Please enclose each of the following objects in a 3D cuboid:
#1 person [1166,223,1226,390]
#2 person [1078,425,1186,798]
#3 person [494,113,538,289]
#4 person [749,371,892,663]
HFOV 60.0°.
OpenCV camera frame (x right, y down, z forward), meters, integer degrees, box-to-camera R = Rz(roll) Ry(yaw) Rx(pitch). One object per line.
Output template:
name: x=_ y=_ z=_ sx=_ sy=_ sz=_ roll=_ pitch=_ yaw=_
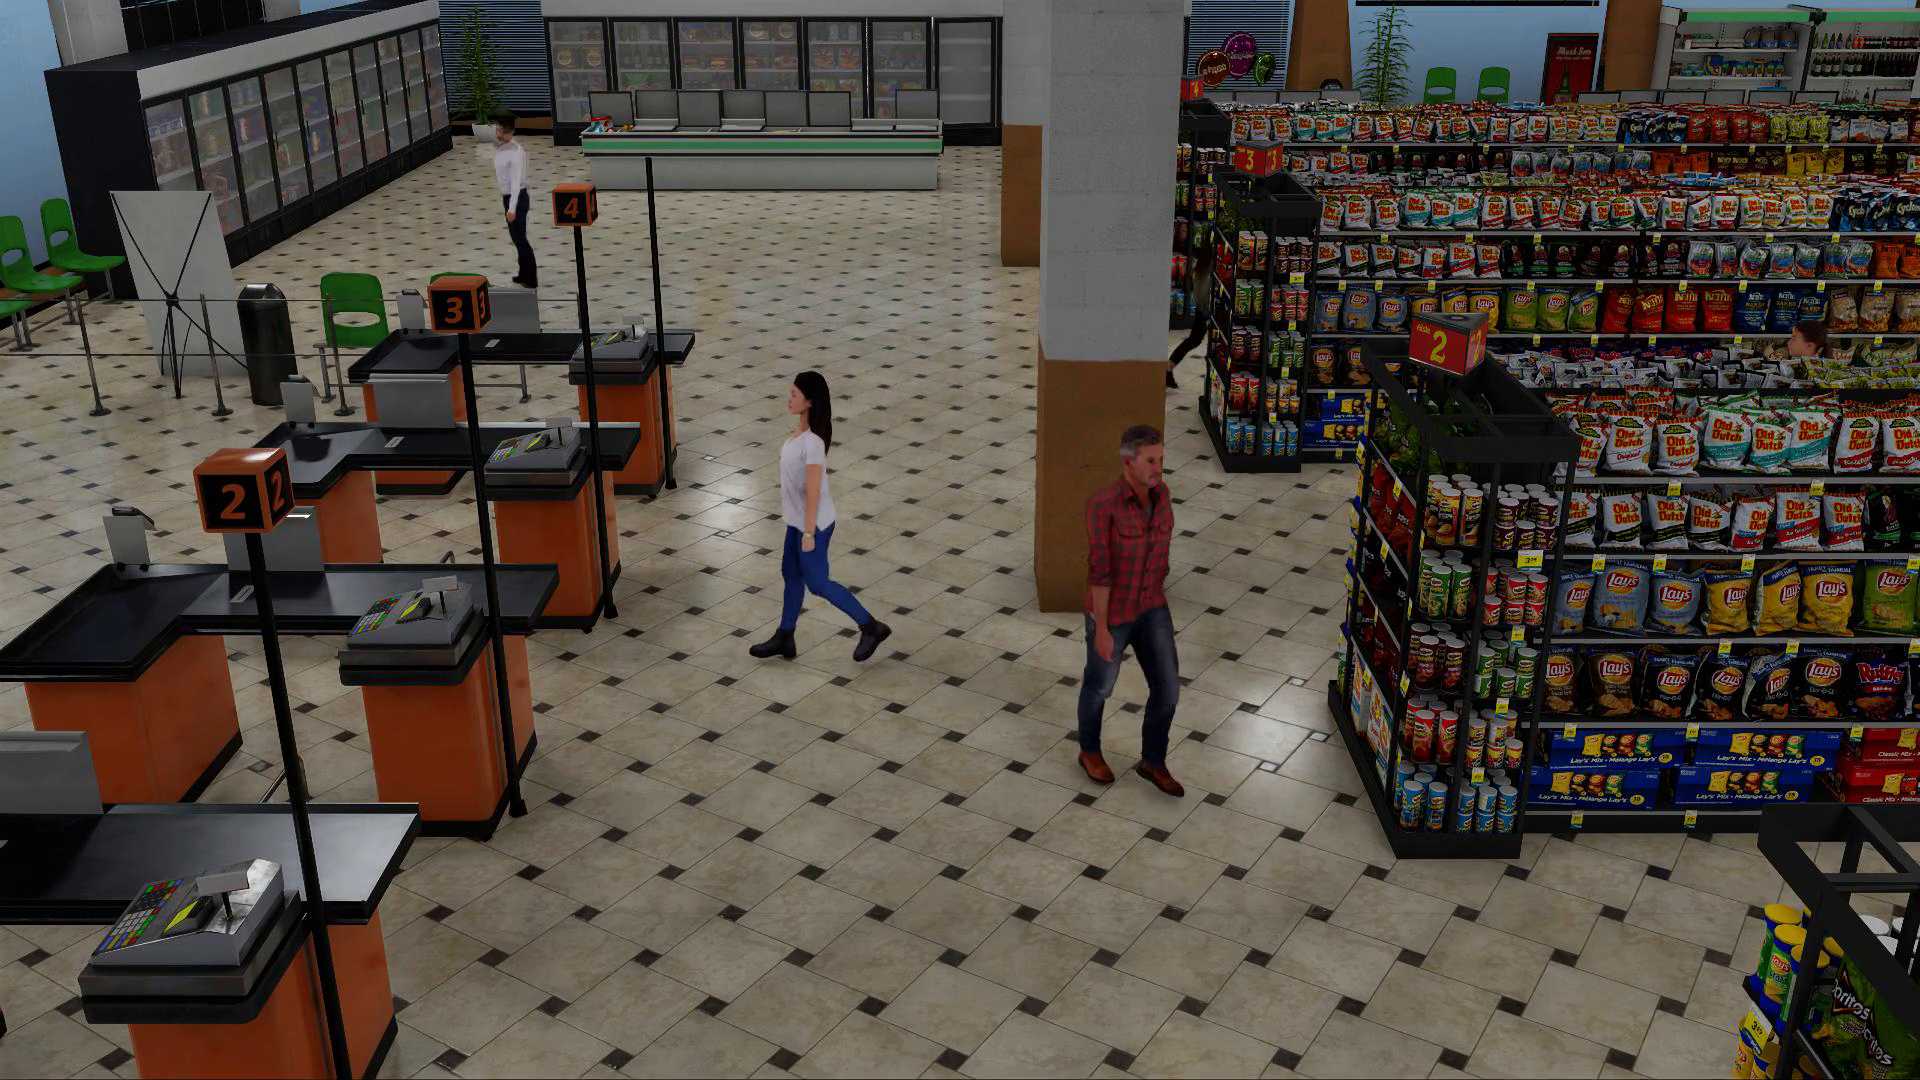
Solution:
person: x=2.029 y=-1.920 z=13.881 sx=1.075 sy=1.444 sz=0.789 roll=-7 pitch=23 yaw=-17
person: x=0.722 y=0.306 z=7.854 sx=0.931 sy=1.807 sz=0.964 roll=-11 pitch=24 yaw=-25
person: x=-4.647 y=-3.555 z=17.419 sx=0.783 sy=1.840 sz=0.917 roll=-5 pitch=22 yaw=-11
person: x=-0.731 y=-0.075 z=8.999 sx=1.042 sy=1.661 sz=0.706 roll=-3 pitch=22 yaw=-8
